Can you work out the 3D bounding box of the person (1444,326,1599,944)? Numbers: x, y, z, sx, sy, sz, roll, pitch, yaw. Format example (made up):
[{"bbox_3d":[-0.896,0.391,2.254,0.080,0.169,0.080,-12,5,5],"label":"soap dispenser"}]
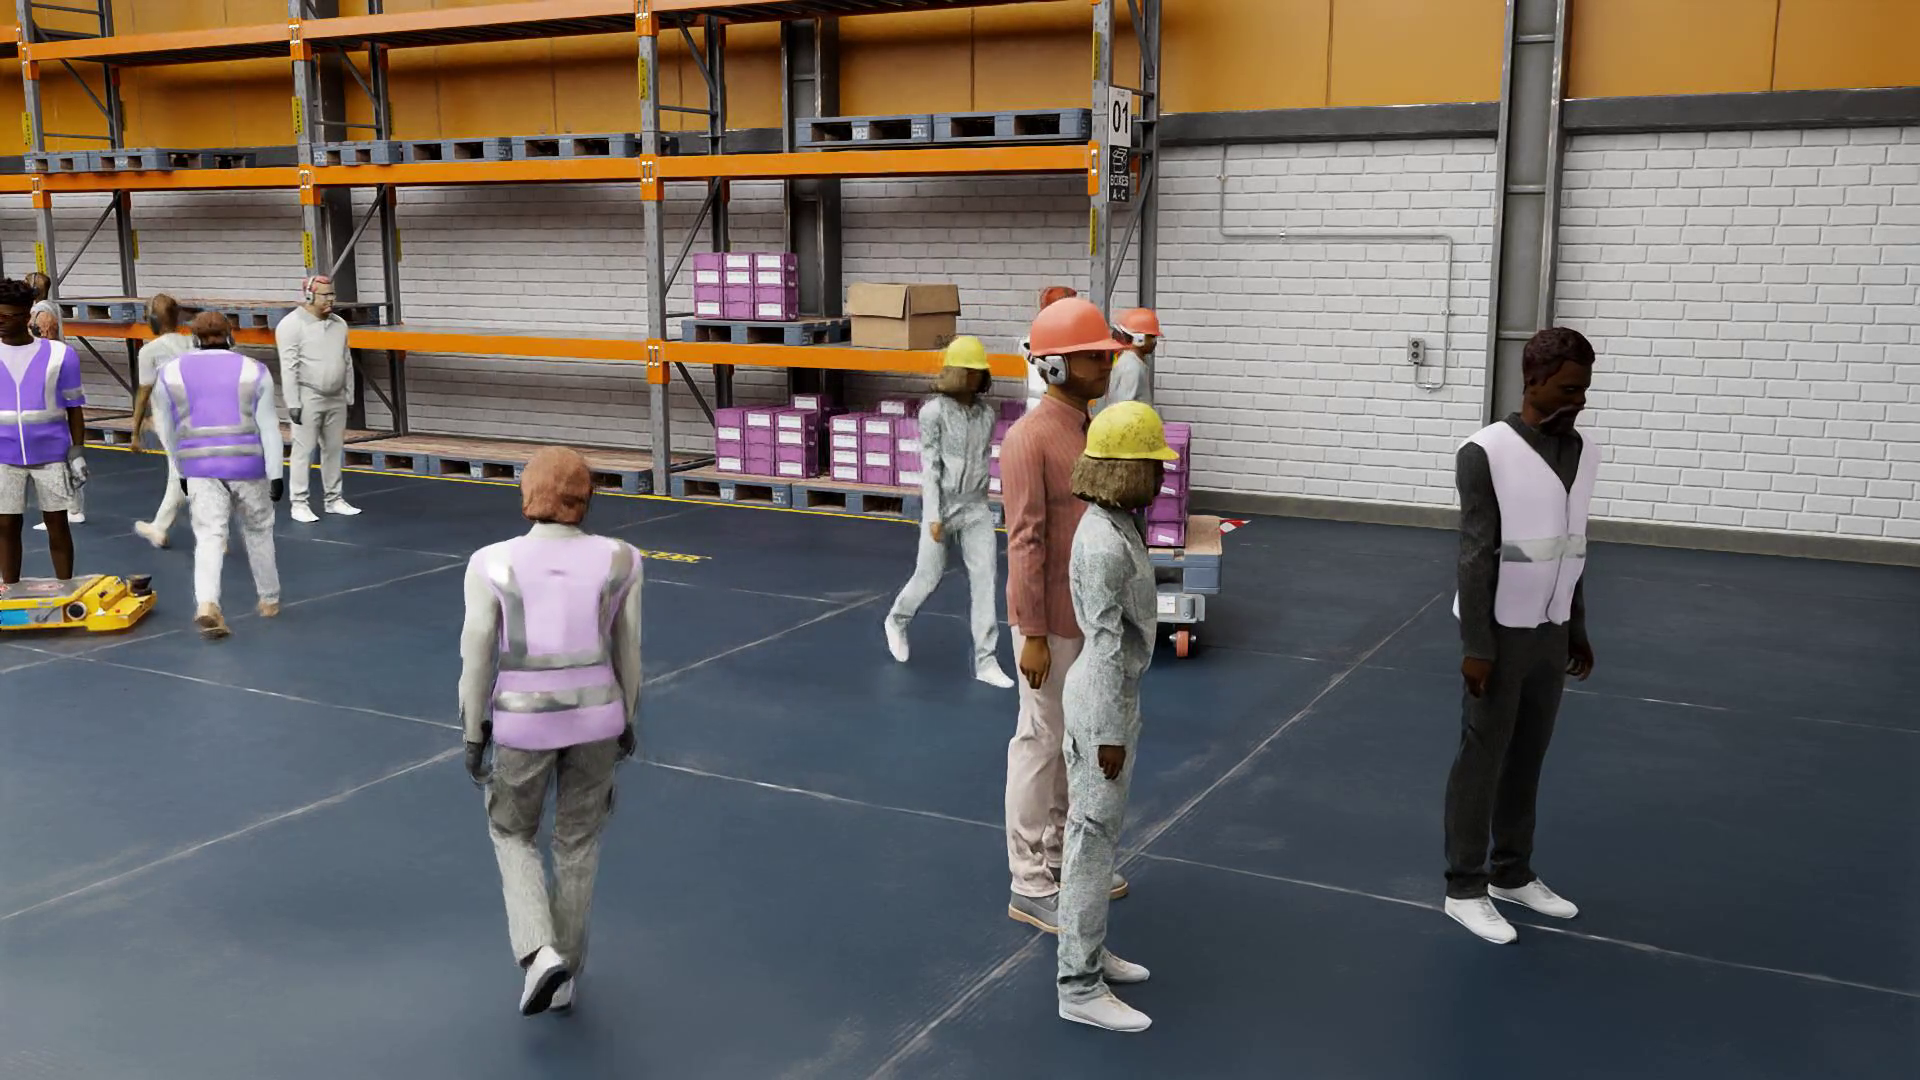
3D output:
[{"bbox_3d":[1.772,0.285,5.261,0.587,1.914,0.393,-7,12,-34],"label":"person"}]

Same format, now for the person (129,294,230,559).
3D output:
[{"bbox_3d":[-5.398,-0.768,11.361,0.998,1.787,0.533,5,11,23],"label":"person"}]

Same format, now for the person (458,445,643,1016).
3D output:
[{"bbox_3d":[-1.120,0.547,4.636,0.522,1.620,0.422,-4,11,-22],"label":"person"}]

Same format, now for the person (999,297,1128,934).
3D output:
[{"bbox_3d":[0.334,0.234,5.310,0.375,1.997,0.611,5,11,25],"label":"person"}]

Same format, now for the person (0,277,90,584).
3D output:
[{"bbox_3d":[-5.230,-0.485,9.339,0.608,1.963,0.371,-4,11,-21],"label":"person"}]

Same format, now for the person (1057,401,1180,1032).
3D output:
[{"bbox_3d":[0.437,0.479,4.662,0.323,1.742,0.492,1,10,7],"label":"person"}]

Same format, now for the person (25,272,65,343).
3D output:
[{"bbox_3d":[-8.921,-1.685,16.250,0.346,1.846,0.506,-1,10,-5],"label":"person"}]

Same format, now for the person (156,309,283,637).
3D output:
[{"bbox_3d":[-4.104,-0.381,9.261,0.633,1.806,0.903,-3,11,-15],"label":"person"}]

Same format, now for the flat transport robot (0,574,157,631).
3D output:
[{"bbox_3d":[-5.354,0.367,9.316,1.431,0.197,0.652,-2,11,-13],"label":"flat transport robot"}]

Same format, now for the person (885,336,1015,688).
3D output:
[{"bbox_3d":[-0.050,-0.164,8.265,0.482,1.714,0.818,-7,13,-35],"label":"person"}]

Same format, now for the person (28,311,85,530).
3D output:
[{"bbox_3d":[-6.812,-0.895,12.482,0.306,1.640,0.521,1,10,3],"label":"person"}]

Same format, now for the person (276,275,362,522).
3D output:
[{"bbox_3d":[-4.941,-1.091,12.882,0.402,1.896,0.663,6,12,28],"label":"person"}]
